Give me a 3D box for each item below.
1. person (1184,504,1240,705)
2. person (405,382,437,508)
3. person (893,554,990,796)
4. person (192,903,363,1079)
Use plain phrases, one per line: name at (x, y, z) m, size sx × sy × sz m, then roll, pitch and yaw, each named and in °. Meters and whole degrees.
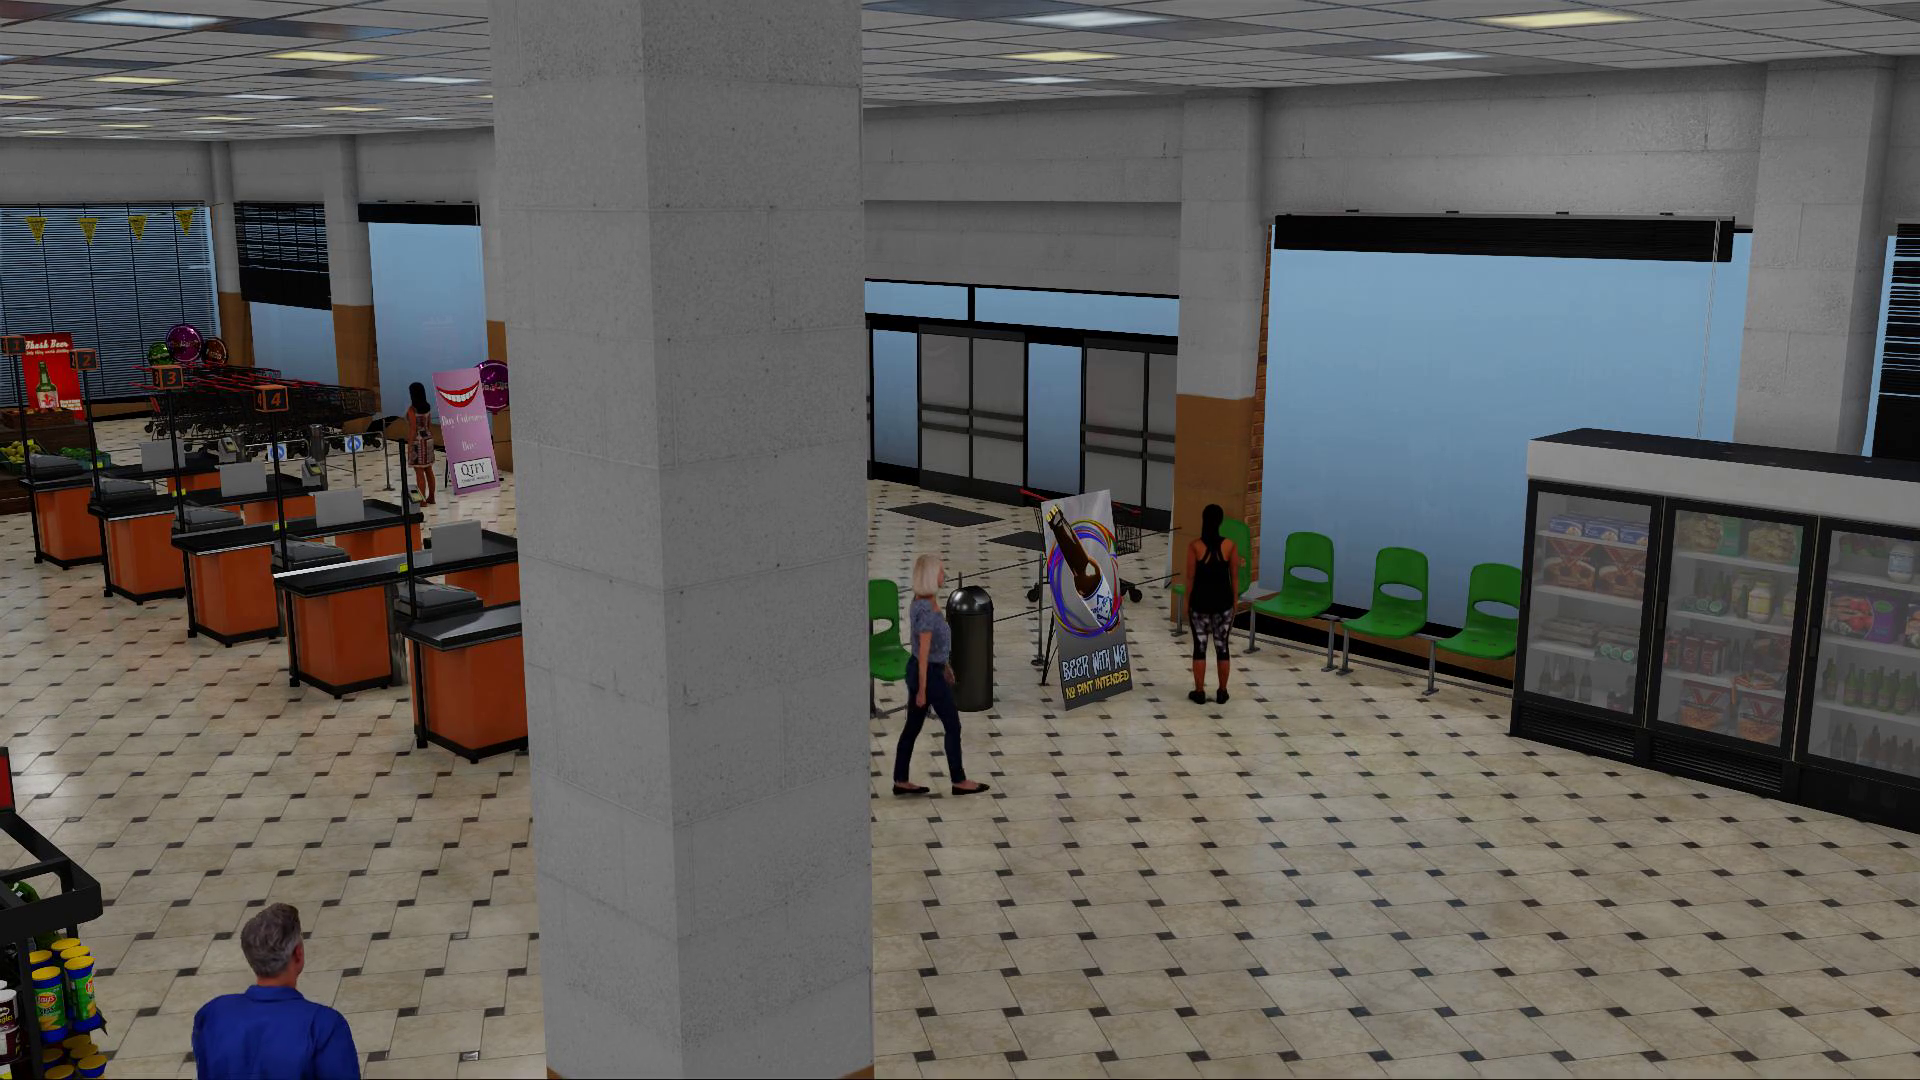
person at (2.038, 0.506, 13.515) m, size 0.649 × 1.663 × 0.713 m, roll 0°, pitch 12°, yaw -1°
person at (-7.135, -1.272, 22.000) m, size 0.784 × 1.645 × 0.642 m, roll 4°, pitch 12°, yaw 17°
person at (-0.314, 0.946, 11.343) m, size 0.975 × 1.697 × 0.852 m, roll -2°, pitch 12°, yaw -11°
person at (-2.265, 2.128, 5.454) m, size 0.893 × 1.811 × 0.904 m, roll 3°, pitch 12°, yaw 13°
